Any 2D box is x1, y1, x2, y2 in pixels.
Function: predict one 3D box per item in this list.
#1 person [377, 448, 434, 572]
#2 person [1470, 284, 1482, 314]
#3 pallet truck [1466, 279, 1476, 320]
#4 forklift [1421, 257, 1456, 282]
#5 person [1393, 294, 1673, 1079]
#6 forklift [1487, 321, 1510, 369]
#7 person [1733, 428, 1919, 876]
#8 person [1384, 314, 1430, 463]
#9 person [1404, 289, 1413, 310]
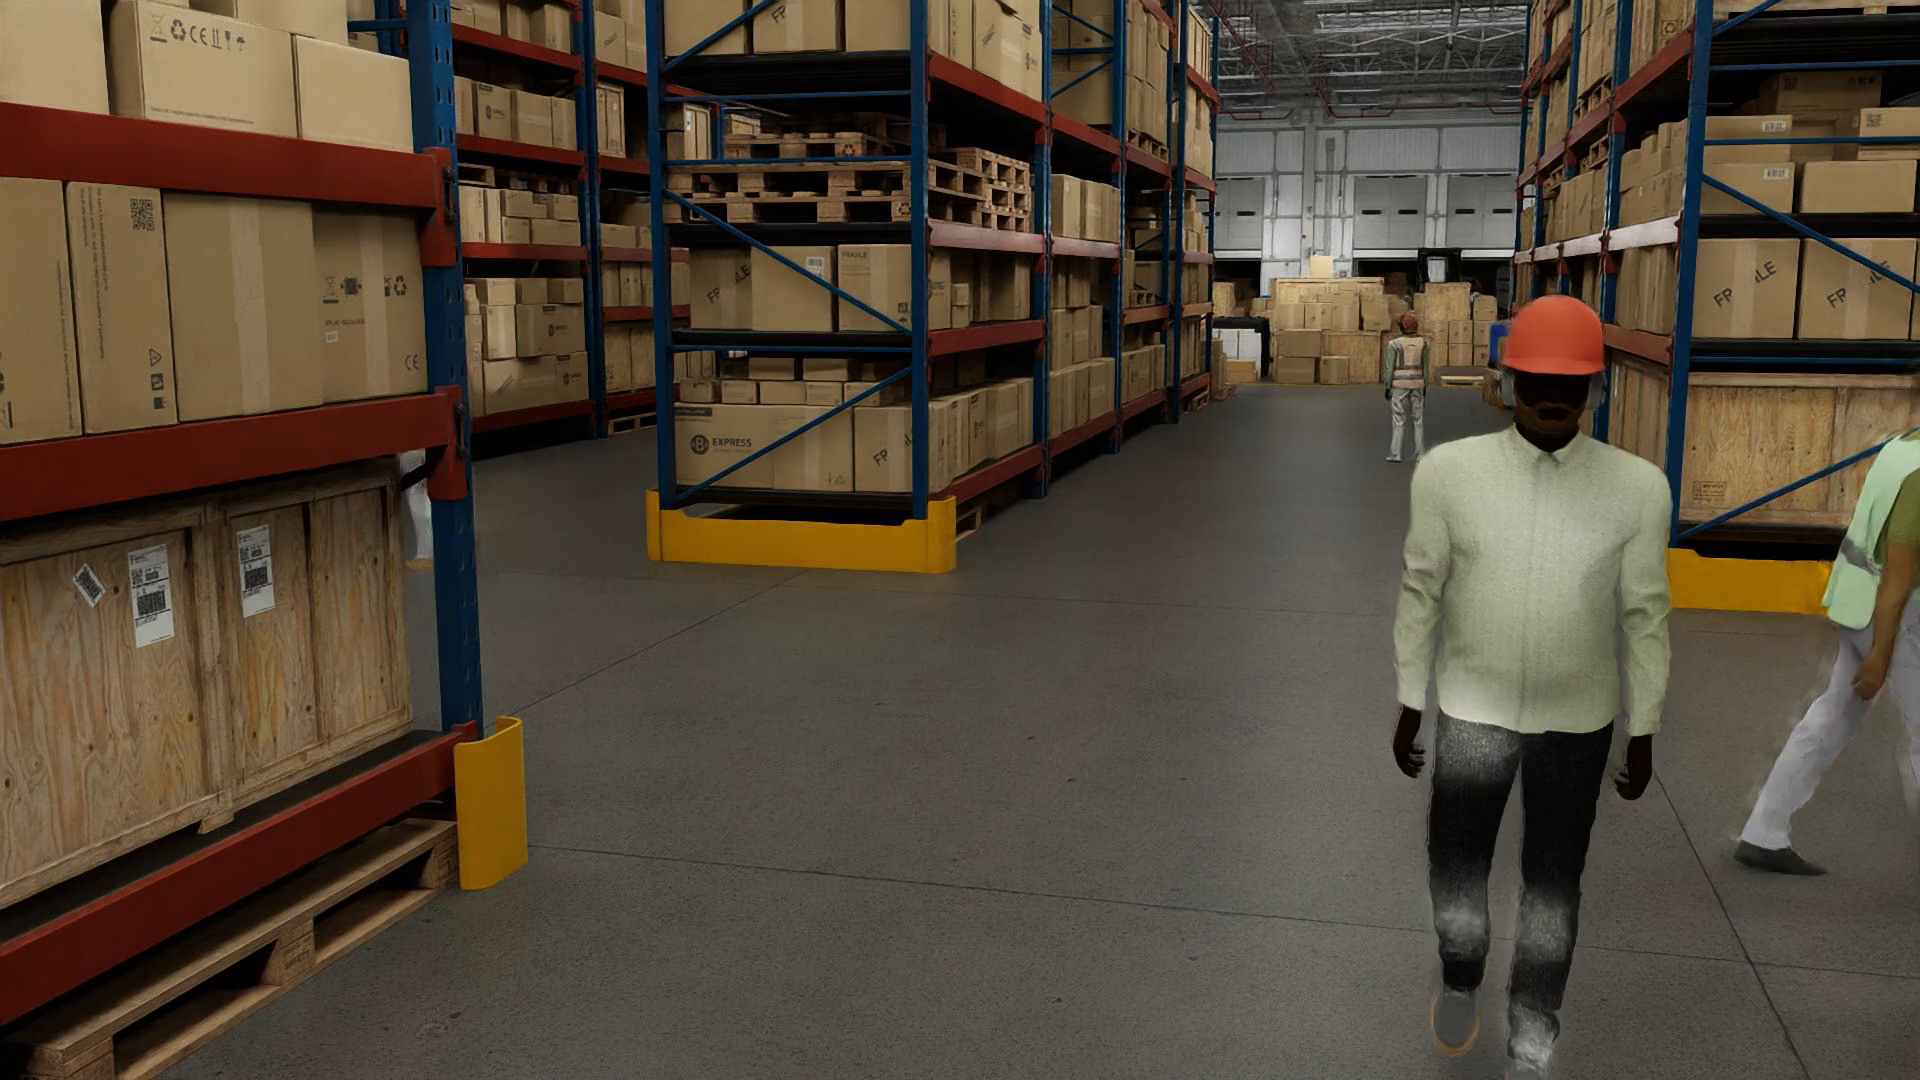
[{"bbox_3d":[-3.730,-0.682,11.447,0.438,1.827,0.642,2,9,13],"label":"person"},{"bbox_3d":[16.939,-7.448,54.440,0.961,1.818,0.648,-4,10,-22],"label":"person"},{"bbox_3d":[18.896,-8.459,60.307,1.885,1.965,0.823,5,10,31],"label":"pallet truck"},{"bbox_3d":[12.635,-6.339,44.048,1.129,2.768,1.873,2,9,15],"label":"forklift"},{"bbox_3d":[1.371,0.406,4.019,0.639,1.983,0.441,2,9,14],"label":"person"},{"bbox_3d":[11.971,-4.778,34.126,1.129,2.768,1.873,-8,12,-42],"label":"forklift"},{"bbox_3d":[3.030,0.295,5.374,0.914,1.790,0.604,3,9,19],"label":"person"},{"bbox_3d":[4.920,-1.661,18.299,0.511,1.630,0.317,-2,9,-12],"label":"person"},{"bbox_3d":[17.546,-8.975,64.850,0.841,1.595,0.529,2,9,13],"label":"person"}]
